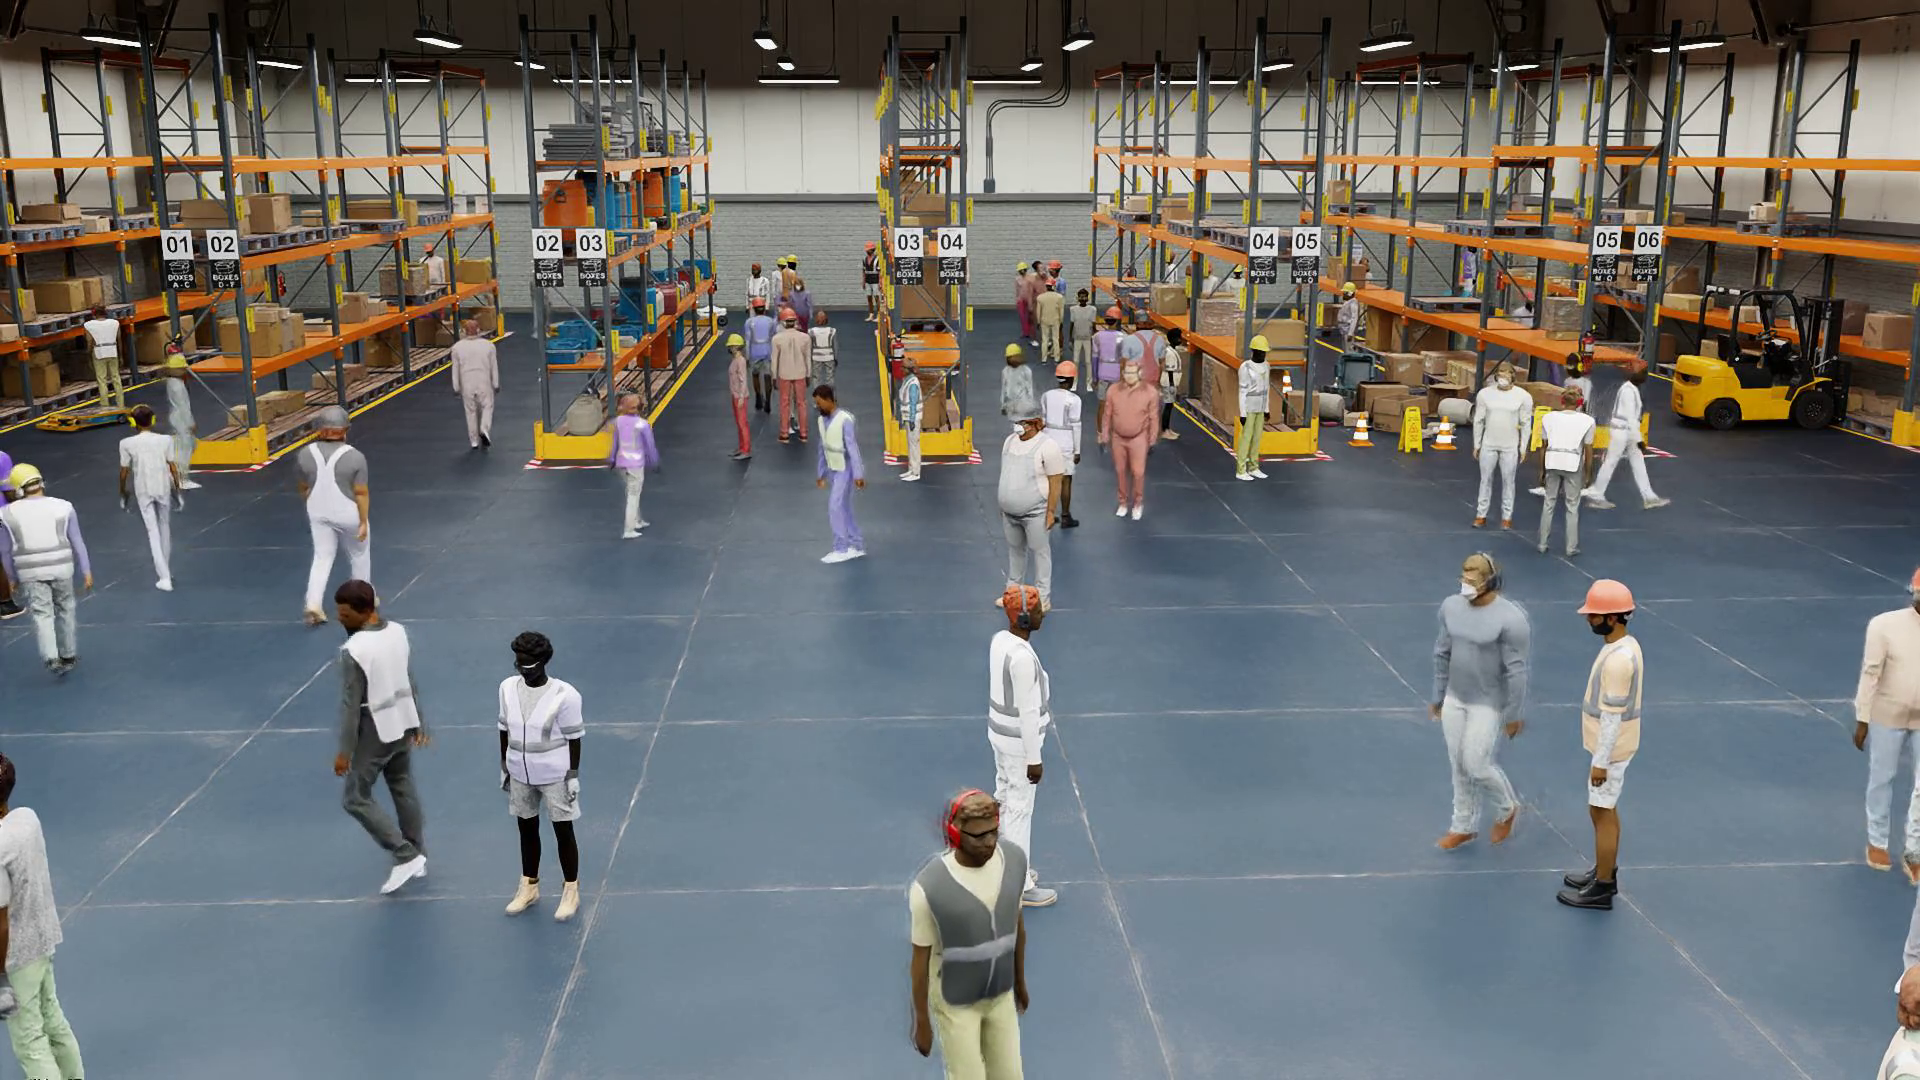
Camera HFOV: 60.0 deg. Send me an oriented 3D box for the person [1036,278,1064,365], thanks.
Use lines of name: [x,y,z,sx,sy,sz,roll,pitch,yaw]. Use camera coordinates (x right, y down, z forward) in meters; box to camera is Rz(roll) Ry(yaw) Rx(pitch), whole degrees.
person: [1.822,-4.413,33.592,0.561,1.744,0.338,1,13,5]

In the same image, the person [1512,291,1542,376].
person: [10.567,-3.795,31.066,0.575,1.715,0.907,-1,13,-3]

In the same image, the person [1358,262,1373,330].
person: [9.693,-5.864,39.984,0.502,1.633,0.280,-10,16,-35]

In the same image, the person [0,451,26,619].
person: [-8.996,-0.225,15.421,0.620,1.955,0.375,3,14,12]

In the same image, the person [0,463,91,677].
person: [-7.537,0.262,13.721,0.618,1.792,0.765,-8,16,-32]

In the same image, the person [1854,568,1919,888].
person: [5.624,1.082,9.835,0.630,1.963,0.760,4,14,18]

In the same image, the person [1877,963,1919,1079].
person: [3.265,2.217,5.726,0.308,1.645,0.514,8,16,32]

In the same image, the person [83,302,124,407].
person: [-14.028,-2.977,27.297,0.375,1.843,0.575,11,17,38]

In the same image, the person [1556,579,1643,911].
person: [3.696,1.170,9.573,0.391,1.923,0.549,6,14,23]

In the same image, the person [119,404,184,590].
person: [-8.120,-0.452,16.654,0.540,1.818,0.960,-11,17,-38]

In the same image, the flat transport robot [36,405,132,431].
flat transport robot: [-13.726,-1.932,26.245,0.652,0.197,1.431,6,15,24]

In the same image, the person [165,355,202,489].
person: [-9.950,-1.507,21.314,0.342,1.731,0.495,-9,16,-33]

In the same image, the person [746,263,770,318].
person: [-4.376,-5.026,35.896,0.573,1.883,0.355,6,15,24]

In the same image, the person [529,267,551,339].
person: [-9.614,-5.457,38.133,0.506,1.692,0.916,-1,13,-2]

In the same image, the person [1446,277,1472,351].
person: [10.295,-4.569,34.284,0.602,1.723,0.696,-1,13,-3]

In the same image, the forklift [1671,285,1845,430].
forklift: [12.503,-2.886,26.166,2.313,2.155,1.214,-1,13,-3]

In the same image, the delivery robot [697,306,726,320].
delivery robot: [-6.117,-5.590,40.930,0.707,0.478,0.477,-3,14,-13]

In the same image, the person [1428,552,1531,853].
person: [3.182,1.007,10.250,0.468,1.928,0.627,-8,15,-29]

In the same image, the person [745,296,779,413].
person: [-3.296,-3.091,27.651,0.583,1.899,0.806,-3,14,-13]

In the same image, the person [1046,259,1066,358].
person: [1.967,-4.805,34.615,0.379,2.045,0.605,-6,15,-23]

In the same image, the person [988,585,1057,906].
person: [0.345,1.177,9.621,0.355,1.883,0.573,-4,14,-16]

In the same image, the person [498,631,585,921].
person: [-2.372,1.323,9.408,0.533,1.692,0.319,4,14,16]

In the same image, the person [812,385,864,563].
person: [-1.328,-0.704,17.610,0.664,1.884,0.661,-8,15,-31]

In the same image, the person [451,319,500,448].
person: [-7.033,-2.256,24.134,0.670,1.887,0.457,-3,14,-12]

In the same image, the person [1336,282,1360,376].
person: [7.334,-3.958,31.475,0.403,1.835,0.588,0,13,1]

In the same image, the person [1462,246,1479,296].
person: [13.604,-6.996,44.333,0.429,1.842,0.637,-2,13,-8]

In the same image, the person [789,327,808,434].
person: [-2.530,-2.457,25.535,0.311,1.638,0.522,10,17,36]

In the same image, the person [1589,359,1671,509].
person: [8.106,-1.245,19.963,0.978,1.833,0.576,8,15,31]

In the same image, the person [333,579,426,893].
person: [-3.380,1.144,9.734,0.412,1.892,0.692,3,14,11]

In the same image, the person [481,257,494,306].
person: [-11.363,-5.931,40.027,0.578,1.736,0.741,8,15,30]

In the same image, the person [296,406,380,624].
person: [-5.768,-0.256,15.352,0.685,2.000,0.939,1,13,4]

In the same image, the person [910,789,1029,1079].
person: [0.027,1.860,6.838,0.589,1.827,0.527,-11,17,-38]
